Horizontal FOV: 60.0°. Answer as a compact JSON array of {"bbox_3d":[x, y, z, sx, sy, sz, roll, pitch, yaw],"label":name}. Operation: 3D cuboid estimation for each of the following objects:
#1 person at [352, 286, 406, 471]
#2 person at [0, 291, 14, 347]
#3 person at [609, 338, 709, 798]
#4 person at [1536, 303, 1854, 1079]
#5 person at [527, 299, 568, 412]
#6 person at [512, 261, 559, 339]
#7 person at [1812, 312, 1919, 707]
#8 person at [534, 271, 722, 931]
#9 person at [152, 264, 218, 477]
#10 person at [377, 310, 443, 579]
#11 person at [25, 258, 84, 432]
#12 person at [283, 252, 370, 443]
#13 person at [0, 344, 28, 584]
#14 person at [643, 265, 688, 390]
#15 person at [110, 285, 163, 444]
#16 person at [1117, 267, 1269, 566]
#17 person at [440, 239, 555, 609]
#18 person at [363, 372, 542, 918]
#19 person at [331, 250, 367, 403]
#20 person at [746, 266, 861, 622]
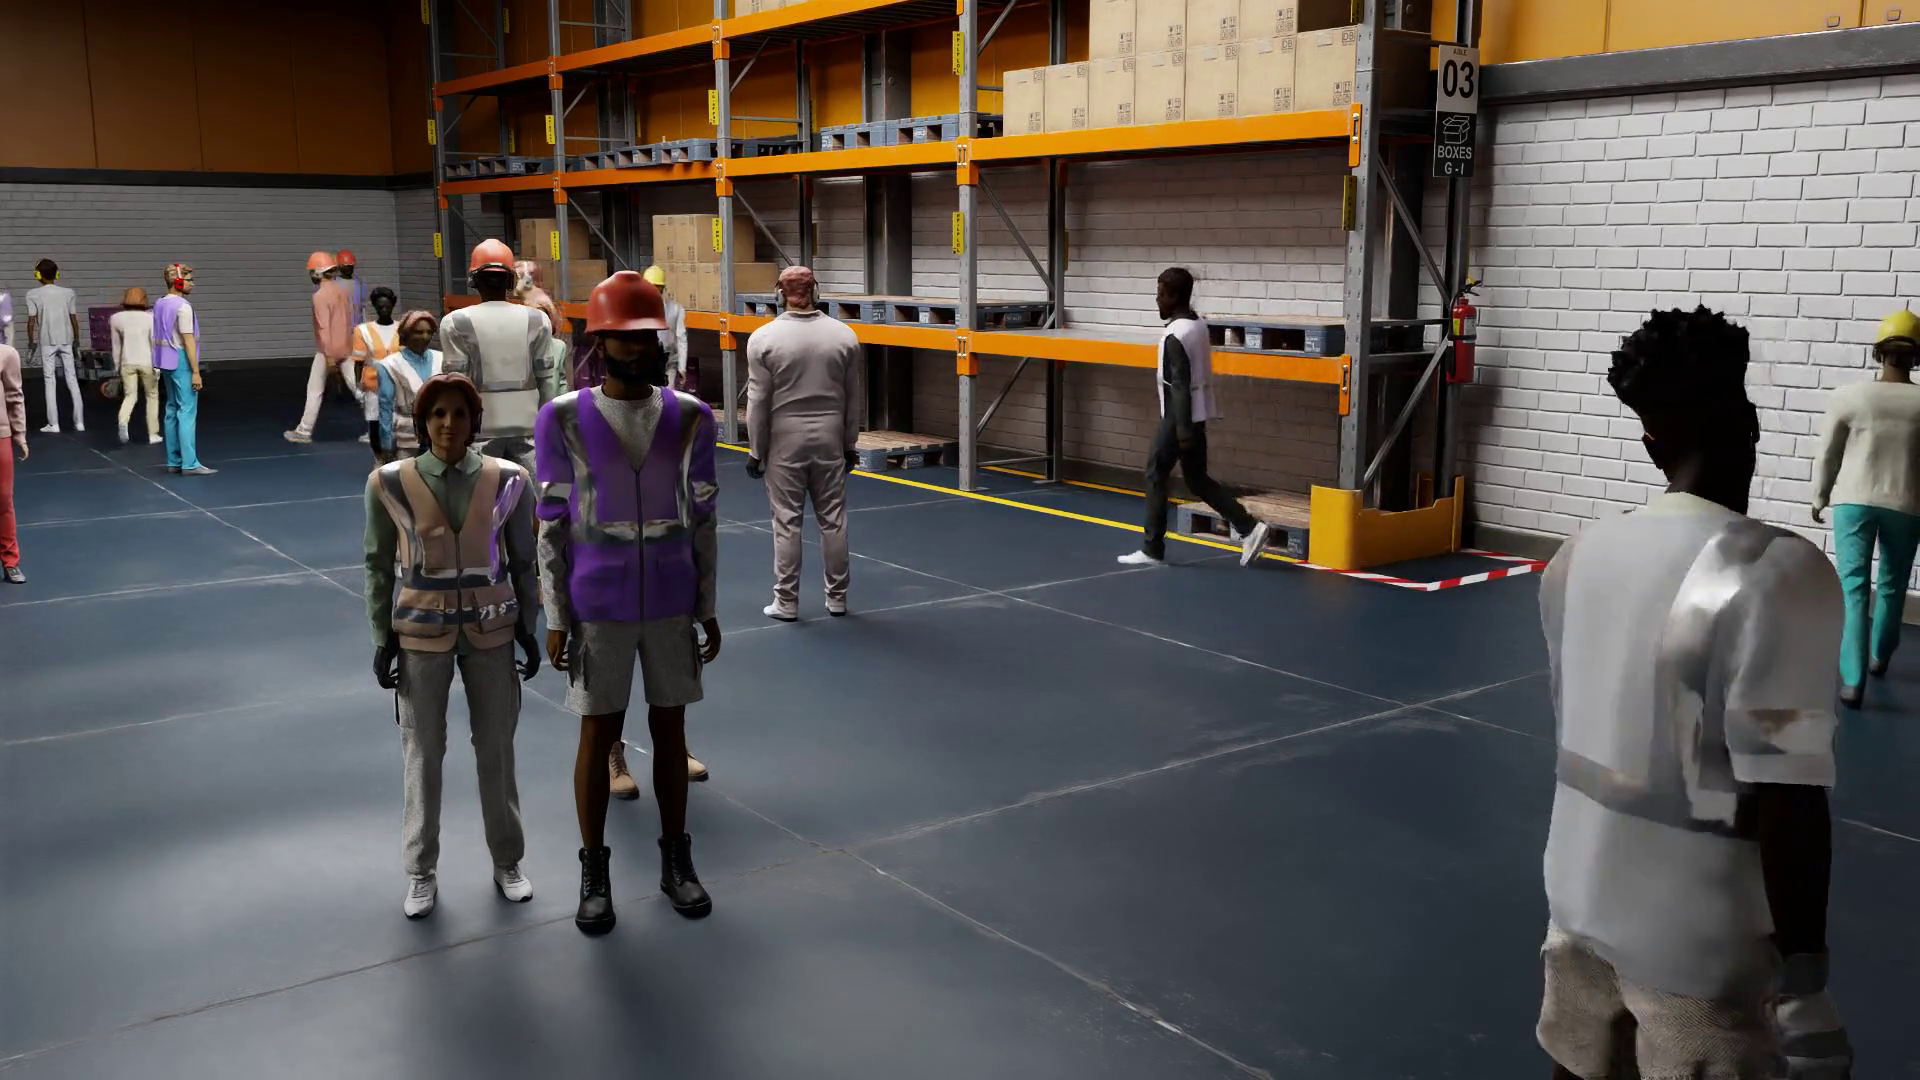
[{"bbox_3d":[-4.826,-1.300,14.012,0.542,1.672,0.777,-4,11,-21],"label":"person"},{"bbox_3d":[-10.185,-1.989,17.347,0.577,1.866,0.952,-6,12,-31],"label":"person"},{"bbox_3d":[-1.161,0.089,6.157,0.532,1.696,0.318,-9,13,-41],"label":"person"},{"bbox_3d":[1.103,0.604,2.643,0.407,1.929,0.725,-2,10,-10],"label":"person"},{"bbox_3d":[-2.956,-0.873,11.723,0.285,1.632,0.501,8,13,39],"label":"person"},{"bbox_3d":[-3.304,-1.276,13.271,0.560,1.886,0.677,-4,11,-22],"label":"person"},{"bbox_3d":[4.120,-0.154,7.462,0.526,1.720,0.908,4,11,22],"label":"person"},{"bbox_3d":[-0.968,0.183,4.942,0.545,1.942,0.351,-4,11,-22],"label":"person"},{"bbox_3d":[-6.806,-1.473,14.484,0.567,1.844,0.375,9,13,40],"label":"person"},{"bbox_3d":[-3.268,-0.569,10.060,0.411,1.616,0.530,9,14,41],"label":"person"},{"bbox_3d":[-9.737,-2.079,17.860,0.547,1.858,0.312,-9,14,-42],"label":"person"},{"bbox_3d":[-6.342,-1.935,16.852,1.071,1.940,0.623,2,10,13],"label":"person"},{"bbox_3d":[-5.784,-0.595,9.792,0.523,1.769,0.324,-6,12,-31],"label":"person"},{"bbox_3d":[-2.839,-1.643,15.522,0.600,1.820,0.420,-2,10,-10],"label":"person"},{"bbox_3d":[-8.241,-1.739,16.622,0.507,1.606,0.669,-1,10,-7],"label":"person"},{"bbox_3d":[1.454,-0.741,10.303,0.856,1.885,0.576,5,11,28],"label":"person"},{"bbox_3d":[-2.523,-0.612,9.113,0.608,2.044,0.378,-6,12,-30],"label":"person"},{"bbox_3d":[-1.531,0.311,5.059,0.514,1.645,0.309,-4,11,-23],"label":"person"},{"bbox_3d":[-7.778,-2.717,21.200,0.375,1.935,0.551,8,13,39],"label":"person"},{"bbox_3d":[-0.850,-0.510,8.945,0.639,1.902,0.407,-5,11,-24],"label":"person"}]
